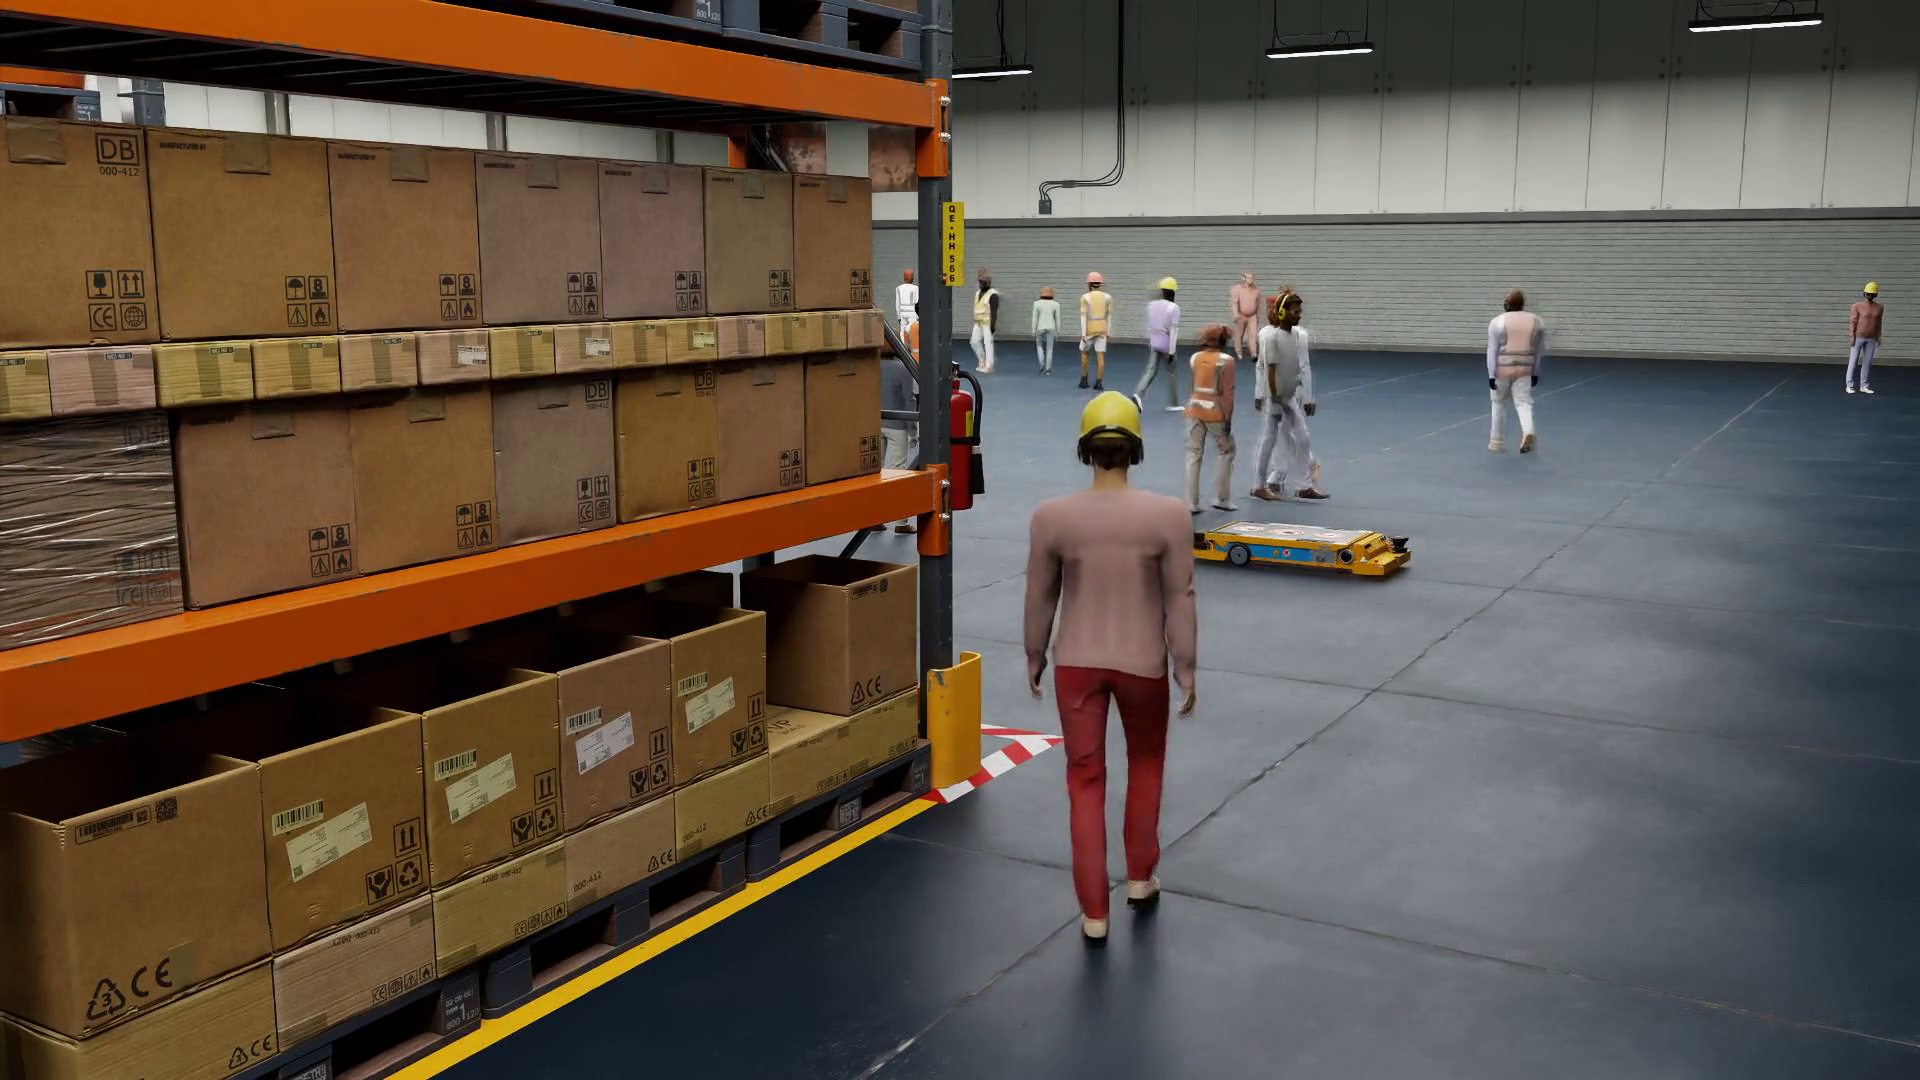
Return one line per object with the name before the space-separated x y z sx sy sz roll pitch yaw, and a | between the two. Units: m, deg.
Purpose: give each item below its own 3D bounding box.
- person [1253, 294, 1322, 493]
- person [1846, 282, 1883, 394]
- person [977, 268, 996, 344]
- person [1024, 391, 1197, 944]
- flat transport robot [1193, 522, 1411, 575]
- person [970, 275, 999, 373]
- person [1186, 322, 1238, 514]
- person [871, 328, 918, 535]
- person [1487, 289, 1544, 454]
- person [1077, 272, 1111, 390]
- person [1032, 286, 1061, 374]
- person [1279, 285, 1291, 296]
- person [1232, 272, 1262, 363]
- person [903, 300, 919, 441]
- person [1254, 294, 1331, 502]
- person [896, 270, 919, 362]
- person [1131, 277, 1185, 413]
person | 3.070 -1.362 15.424 0.855 1.851 0.612 -6 11 -32
person | 14.365 -3.197 26.376 0.523 1.763 0.329 -1 10 -3
person | 0.642 -5.839 41.538 0.428 1.870 0.804 4 10 20
person | 0.487 0.389 5.402 0.560 1.741 0.649 2 10 9
flat transport robot | 2.392 0.041 11.772 1.431 0.197 0.652 6 11 30
person | 0.459 -4.023 31.018 0.465 1.825 0.660 -7 12 -34
person | 2.144 -1.027 14.055 0.598 1.613 0.535 -9 13 -43
person | -0.549 -0.852 13.007 0.499 1.636 0.286 6 11 30
person | 6.130 -1.856 18.389 0.627 1.820 0.846 0 10 0
person | 2.183 -3.415 27.221 0.552 1.911 0.748 -2 10 -13
person | 1.597 -3.893 30.855 0.535 1.611 0.604 0 10 -2
person | 6.278 -4.121 32.197 0.375 1.625 0.516 -6 11 -32
person | 5.905 -4.576 34.191 0.637 1.851 1.013 -1 10 -4
person | -0.413 -1.985 19.466 0.534 1.697 0.318 6 11 30
person | 2.929 -1.228 14.596 0.824 1.837 0.572 9 13 44
person | -1.048 -4.604 34.260 0.575 1.882 0.355 6 11 30
person | 2.787 -2.710 23.147 0.902 1.899 0.585 -9 13 -44
